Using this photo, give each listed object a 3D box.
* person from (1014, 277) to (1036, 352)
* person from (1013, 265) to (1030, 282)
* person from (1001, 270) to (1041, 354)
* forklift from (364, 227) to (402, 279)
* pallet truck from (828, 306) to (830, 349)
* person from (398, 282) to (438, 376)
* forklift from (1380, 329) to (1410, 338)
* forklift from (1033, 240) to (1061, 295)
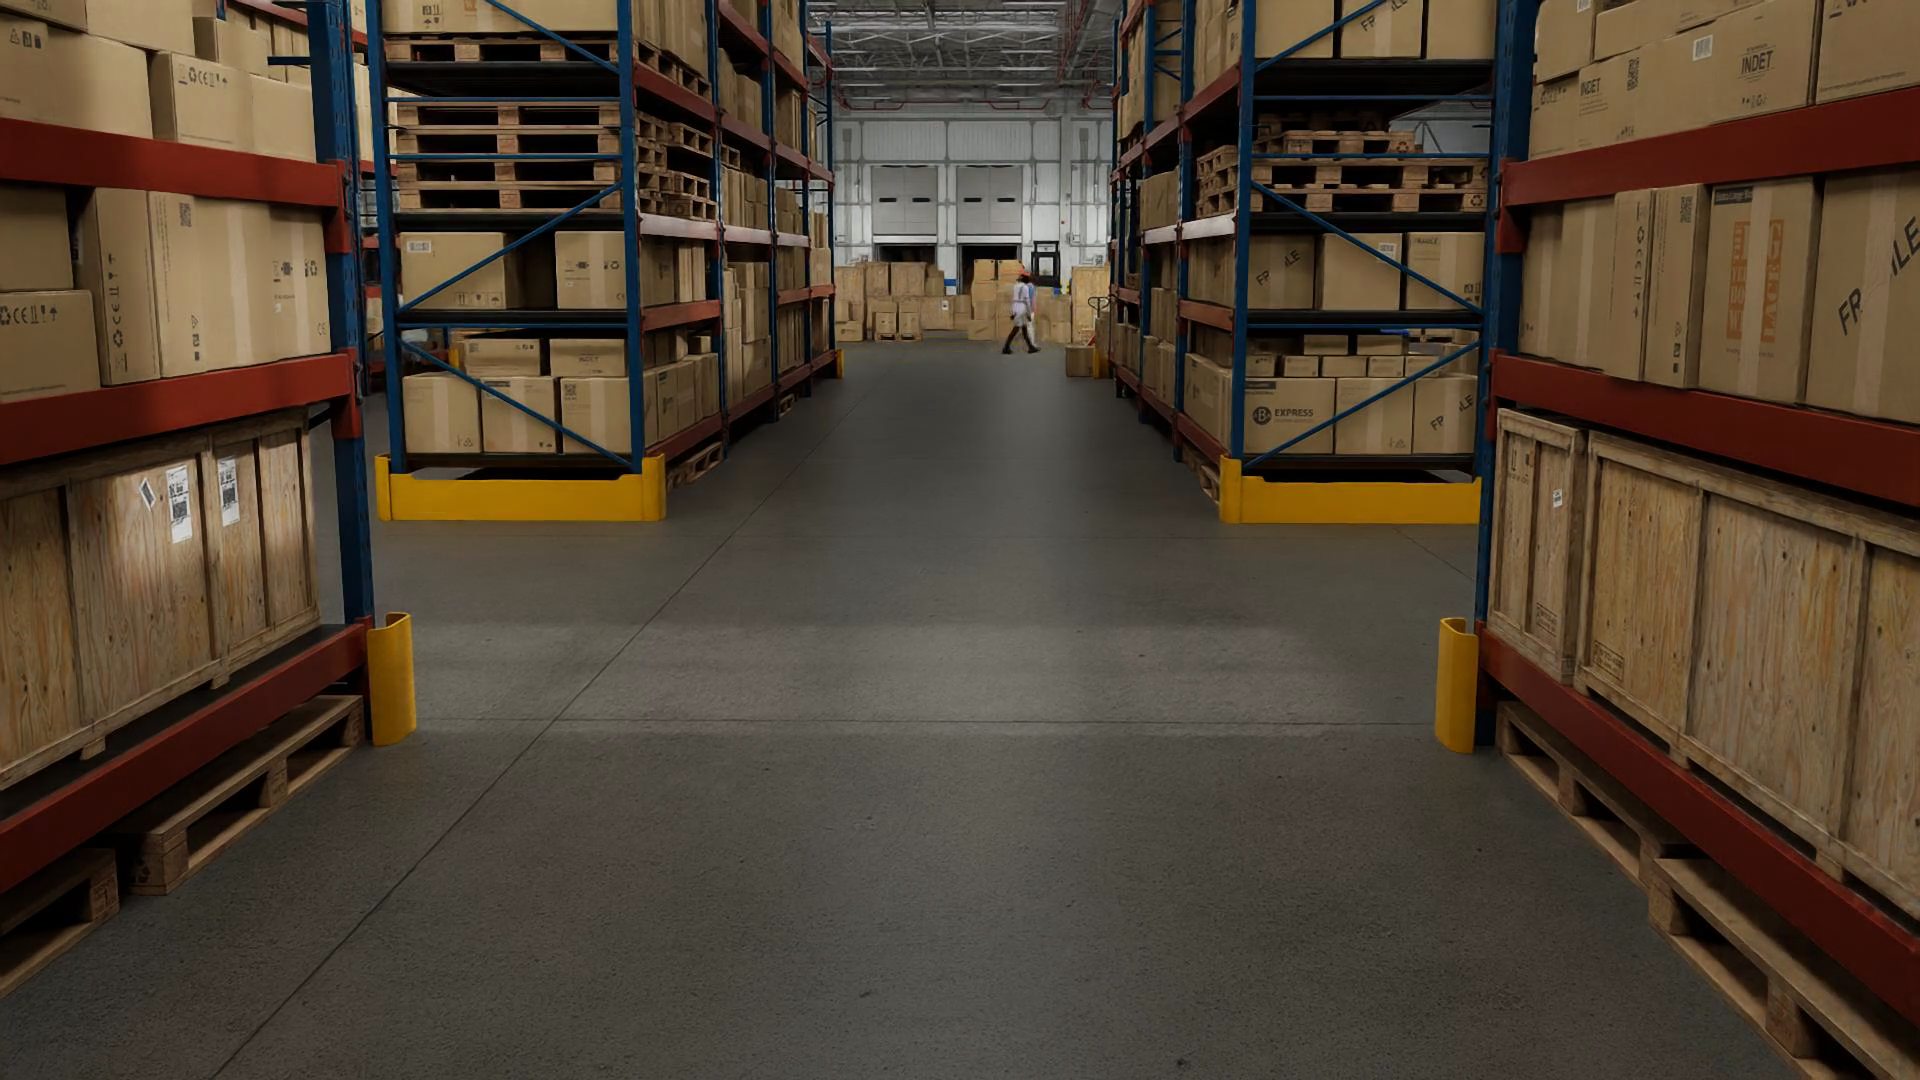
[{"bbox_3d":[1.462,-5.163,37.674,0.521,1.813,0.636,-2,10,-14],"label":"person"},{"bbox_3d":[2.086,-8.350,56.397,0.632,1.940,0.372,-3,10,-18],"label":"person"},{"bbox_3d":[1.306,-5.020,36.686,0.988,1.868,0.559,-4,10,-23],"label":"person"},{"bbox_3d":[-13.124,-5.793,38.261,1.129,2.768,1.873,0,9,1],"label":"forklift"},{"bbox_3d":[-3.100,-3.940,29.800,1.885,1.965,0.823,3,10,19],"label":"pallet truck"},{"bbox_3d":[-7.761,-2.875,23.725,0.555,1.894,0.945,0,9,-1],"label":"person"},{"bbox_3d":[5.389,-3.361,23.692,1.873,2.768,1.129,0,9,1],"label":"forklift"},{"bbox_3d":[3.172,-9.648,61.356,1.129,2.768,1.873,0,9,1],"label":"forklift"}]
